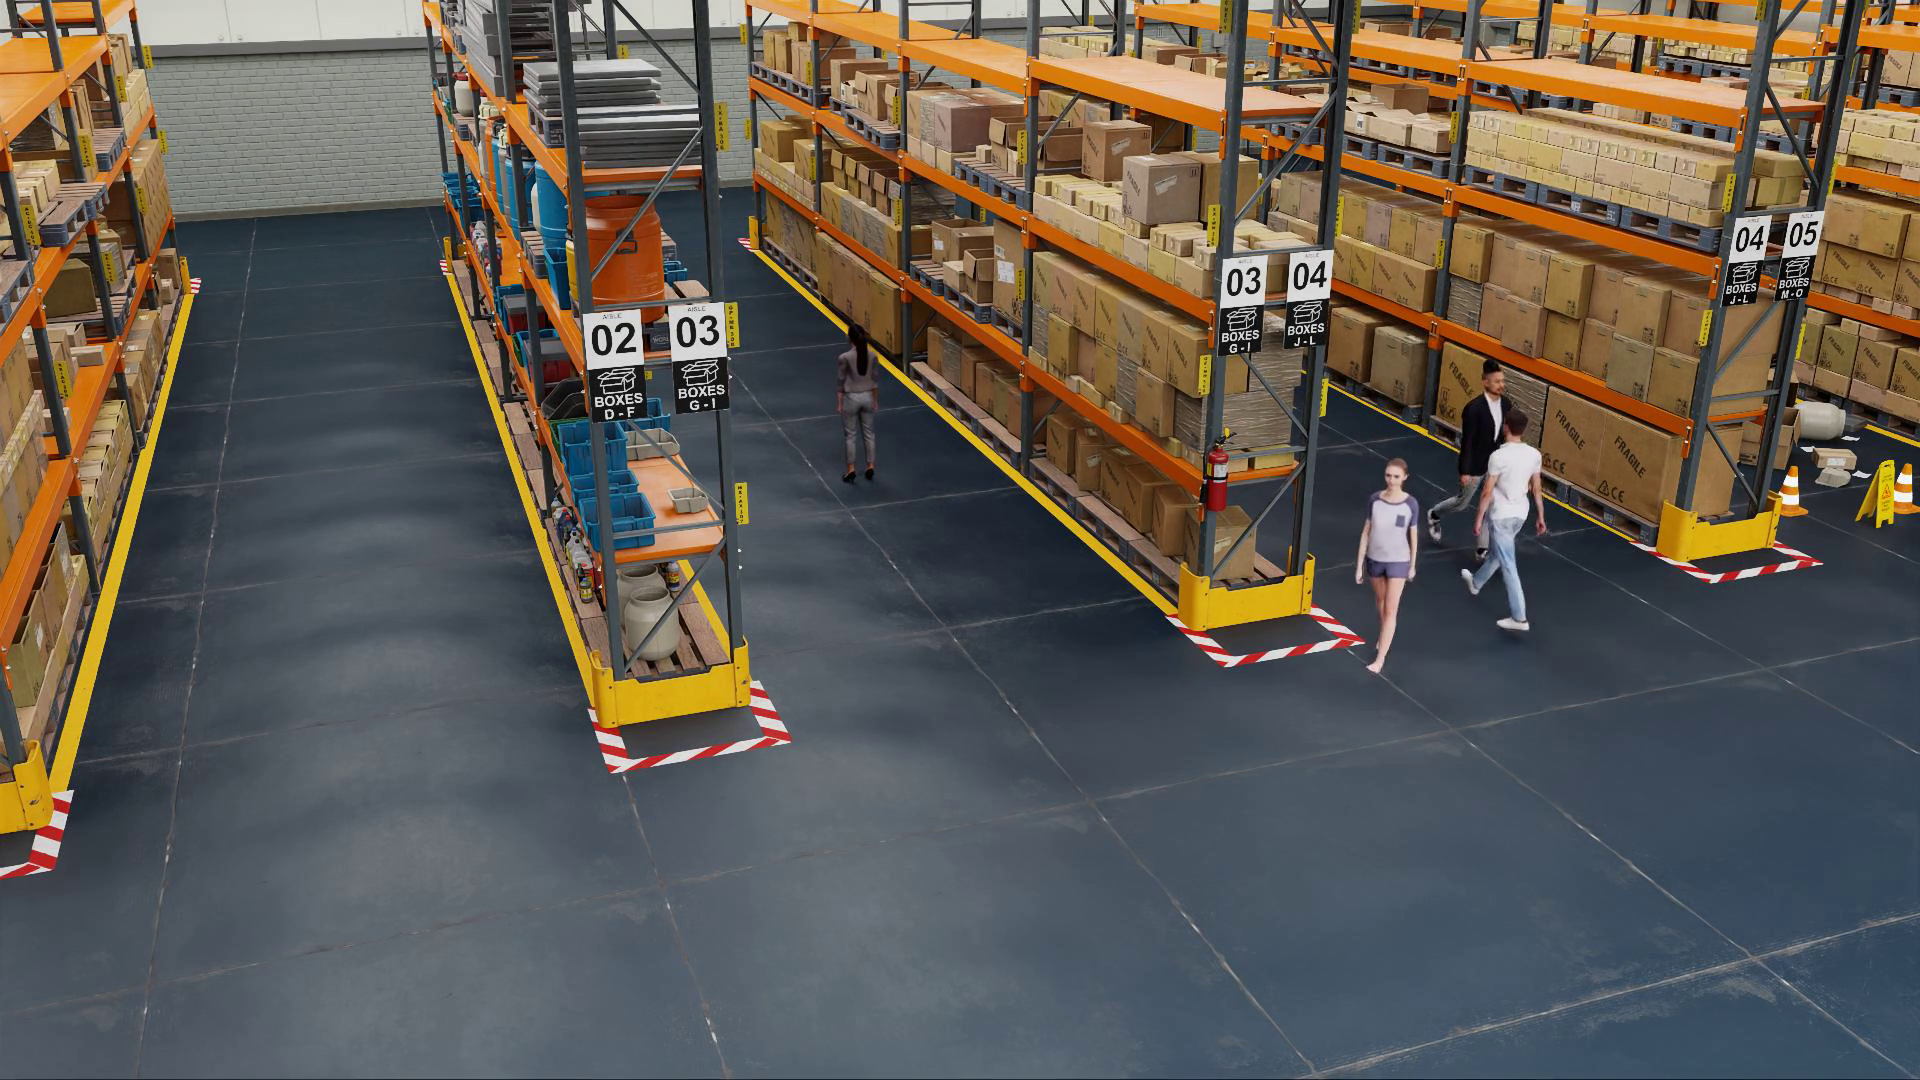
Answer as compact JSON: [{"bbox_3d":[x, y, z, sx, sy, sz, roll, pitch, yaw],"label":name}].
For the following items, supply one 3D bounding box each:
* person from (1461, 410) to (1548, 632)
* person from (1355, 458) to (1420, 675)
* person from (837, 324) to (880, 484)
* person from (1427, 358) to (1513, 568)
[{"bbox_3d":[4.665,-0.114,13.980,0.745,1.777,1.333,-10,24,-23],"label":"person"},{"bbox_3d":[3.464,0.158,13.389,1.104,1.721,1.073,13,26,29],"label":"person"},{"bbox_3d":[-1.059,-1.420,17.306,0.628,1.676,0.600,-10,24,-24],"label":"person"},{"bbox_3d":[4.725,-0.753,15.343,0.793,1.927,1.178,-10,24,-22],"label":"person"}]
